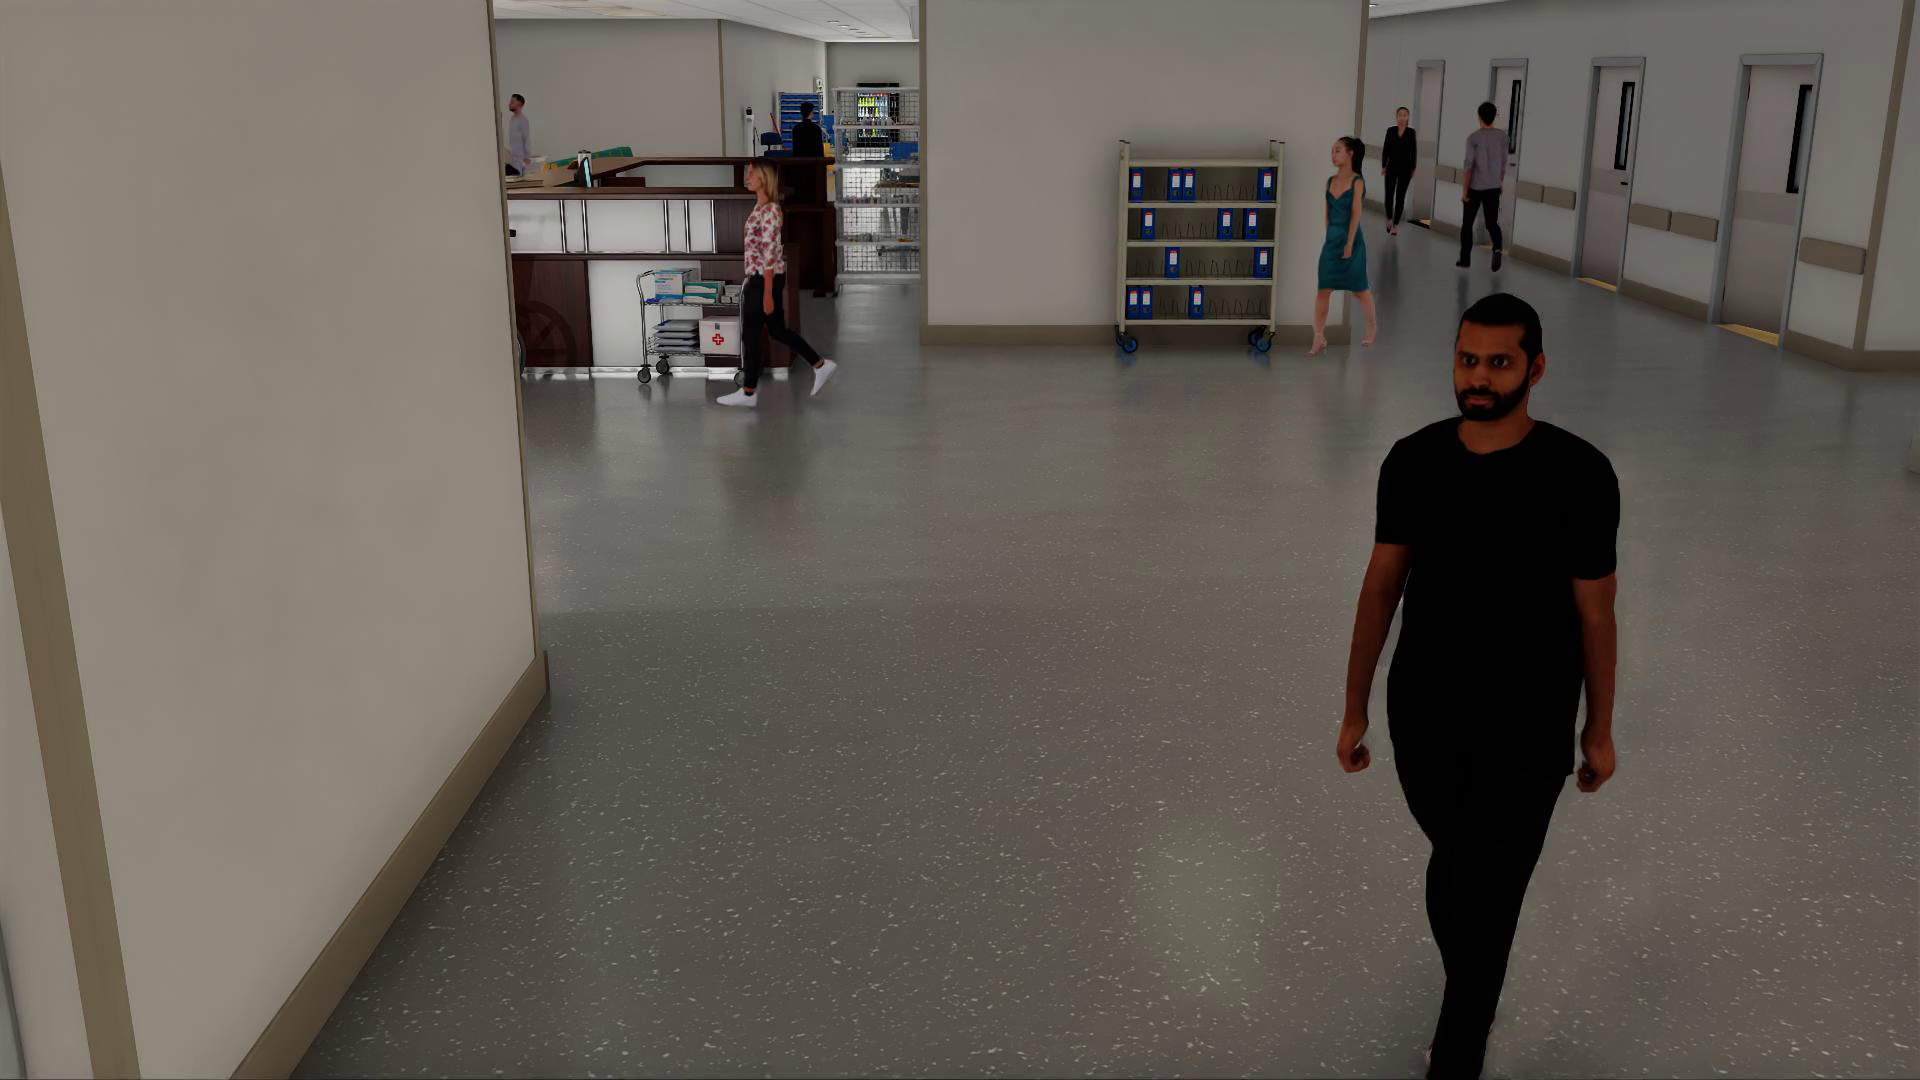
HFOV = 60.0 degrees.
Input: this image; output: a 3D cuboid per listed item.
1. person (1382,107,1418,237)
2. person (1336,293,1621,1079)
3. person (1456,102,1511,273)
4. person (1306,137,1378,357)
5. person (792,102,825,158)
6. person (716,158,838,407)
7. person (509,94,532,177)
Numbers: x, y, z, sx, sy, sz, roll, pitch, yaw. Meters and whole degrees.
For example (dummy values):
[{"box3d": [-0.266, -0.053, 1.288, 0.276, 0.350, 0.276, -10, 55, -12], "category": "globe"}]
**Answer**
[{"box3d": [5.908, -4.967, 22.439, 0.576, 1.706, 0.711, 4, 16, 12], "category": "person"}, {"box3d": [1.124, 0.361, 3.498, 1.060, 1.729, 1.072, 12, 20, 36], "category": "person"}, {"box3d": [5.796, -3.848, 18.266, 0.997, 1.818, 0.741, -1, 16, -3], "category": "person"}, {"box3d": [3.026, -2.223, 12.830, 1.089, 1.640, 0.990, -14, 21, -40], "category": "person"}, {"box3d": [-2.268, -5.675, 24.920, 0.616, 1.722, 0.777, 6, 17, 21], "category": "person"}, {"box3d": [-1.204, -1.682, 10.958, 1.037, 1.614, 0.624, -2, 16, -6], "category": "person"}, {"box3d": [-6.642, -5.841, 25.328, 1.175, 1.820, 1.018, -10, 19, -32], "category": "person"}]
